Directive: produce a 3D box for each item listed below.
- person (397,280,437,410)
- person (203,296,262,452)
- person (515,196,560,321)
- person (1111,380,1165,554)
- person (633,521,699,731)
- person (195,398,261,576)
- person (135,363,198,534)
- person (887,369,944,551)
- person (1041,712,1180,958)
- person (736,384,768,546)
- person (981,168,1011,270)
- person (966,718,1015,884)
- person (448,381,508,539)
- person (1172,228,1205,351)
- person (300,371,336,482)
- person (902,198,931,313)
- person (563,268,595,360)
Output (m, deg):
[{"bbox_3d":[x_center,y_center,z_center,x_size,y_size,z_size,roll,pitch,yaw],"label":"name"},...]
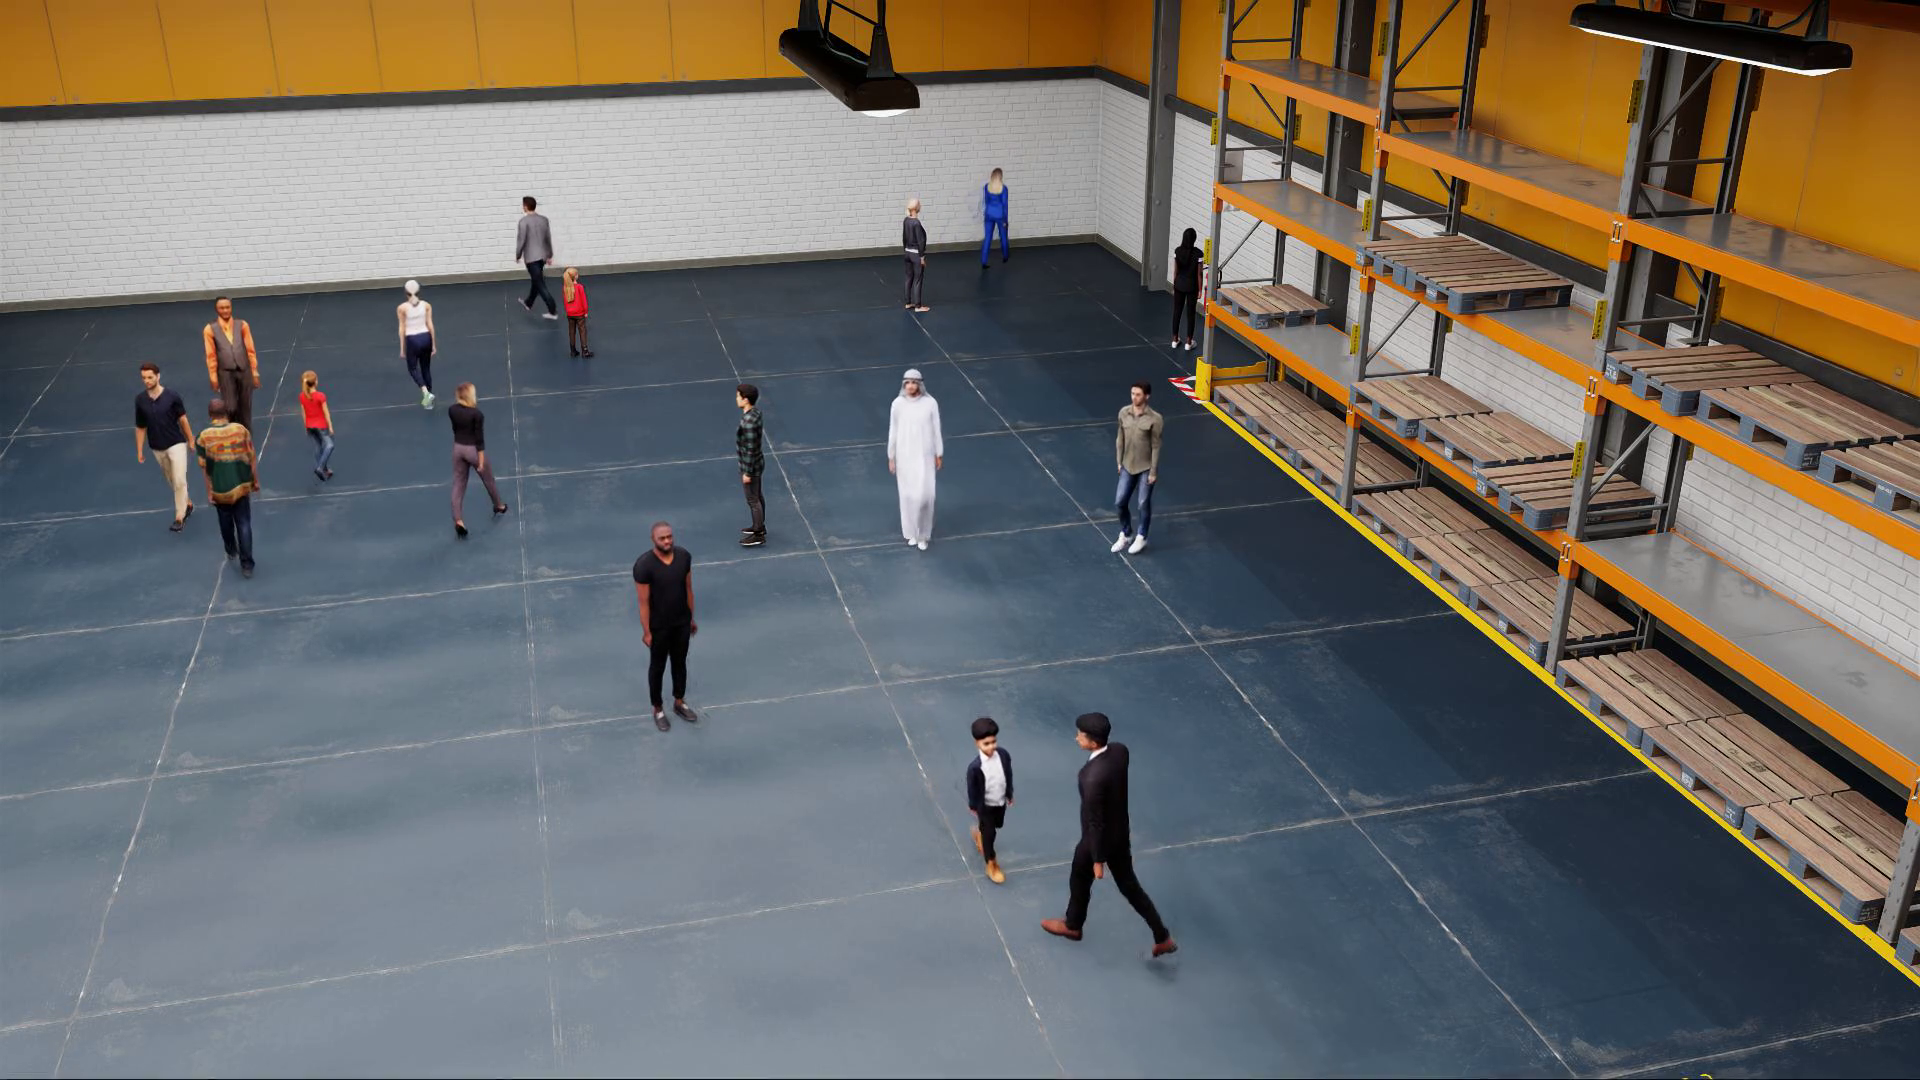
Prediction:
[{"bbox_3d":[-6.826,-2.426,21.033,0.784,1.689,0.962,-15,28,-31],"label":"person"},{"bbox_3d":[-8.650,-1.993,19.781,0.831,1.900,0.882,-15,28,-30],"label":"person"},{"bbox_3d":[-6.283,-4.155,24.849,1.290,1.803,1.197,14,27,30],"label":"person"},{"bbox_3d":[1.890,-0.769,17.039,0.809,1.853,0.879,15,28,30],"label":"person"},{"bbox_3d":[-2.420,0.680,13.766,0.733,1.819,0.686,-17,29,-33],"label":"person"},{"bbox_3d":[-7.226,-0.497,16.517,0.874,1.772,1.130,-13,27,-28],"label":"person"},{"bbox_3d":[-8.372,-1.021,17.653,0.805,1.822,1.163,-3,24,-6],"label":"person"},{"bbox_3d":[-0.446,-0.878,17.216,0.864,1.911,0.924,2,24,5],"label":"person"},{"bbox_3d":[1.029,1.959,10.816,1.335,1.838,1.242,18,29,35],"label":"person"},{"bbox_3d":[-2.168,-0.797,17.189,0.769,1.713,0.584,0,24,0],"label":"person"},{"bbox_3d":[0.545,-5.299,27.649,1.048,1.655,1.209,9,25,20],"label":"person"},{"bbox_3d":[0.203,1.808,11.943,0.666,1.212,0.860,-14,27,-30],"label":"person"},{"bbox_3d":[-5.193,-0.805,17.404,0.943,1.626,1.123,7,24,15],"label":"person"},{"bbox_3d":[3.215,-3.581,23.627,0.691,1.729,0.740,11,26,23],"label":"person"},{"bbox_3d":[-7.309,-1.266,18.862,0.623,1.303,0.739,3,24,7],"label":"person"},{"bbox_3d":[-0.701,-4.383,25.464,0.735,1.725,0.588,-17,29,-34],"label":"person"},{"bbox_3d":[-5.377,-3.186,23.282,0.581,1.281,0.619,7,25,15],"label":"person"}]
